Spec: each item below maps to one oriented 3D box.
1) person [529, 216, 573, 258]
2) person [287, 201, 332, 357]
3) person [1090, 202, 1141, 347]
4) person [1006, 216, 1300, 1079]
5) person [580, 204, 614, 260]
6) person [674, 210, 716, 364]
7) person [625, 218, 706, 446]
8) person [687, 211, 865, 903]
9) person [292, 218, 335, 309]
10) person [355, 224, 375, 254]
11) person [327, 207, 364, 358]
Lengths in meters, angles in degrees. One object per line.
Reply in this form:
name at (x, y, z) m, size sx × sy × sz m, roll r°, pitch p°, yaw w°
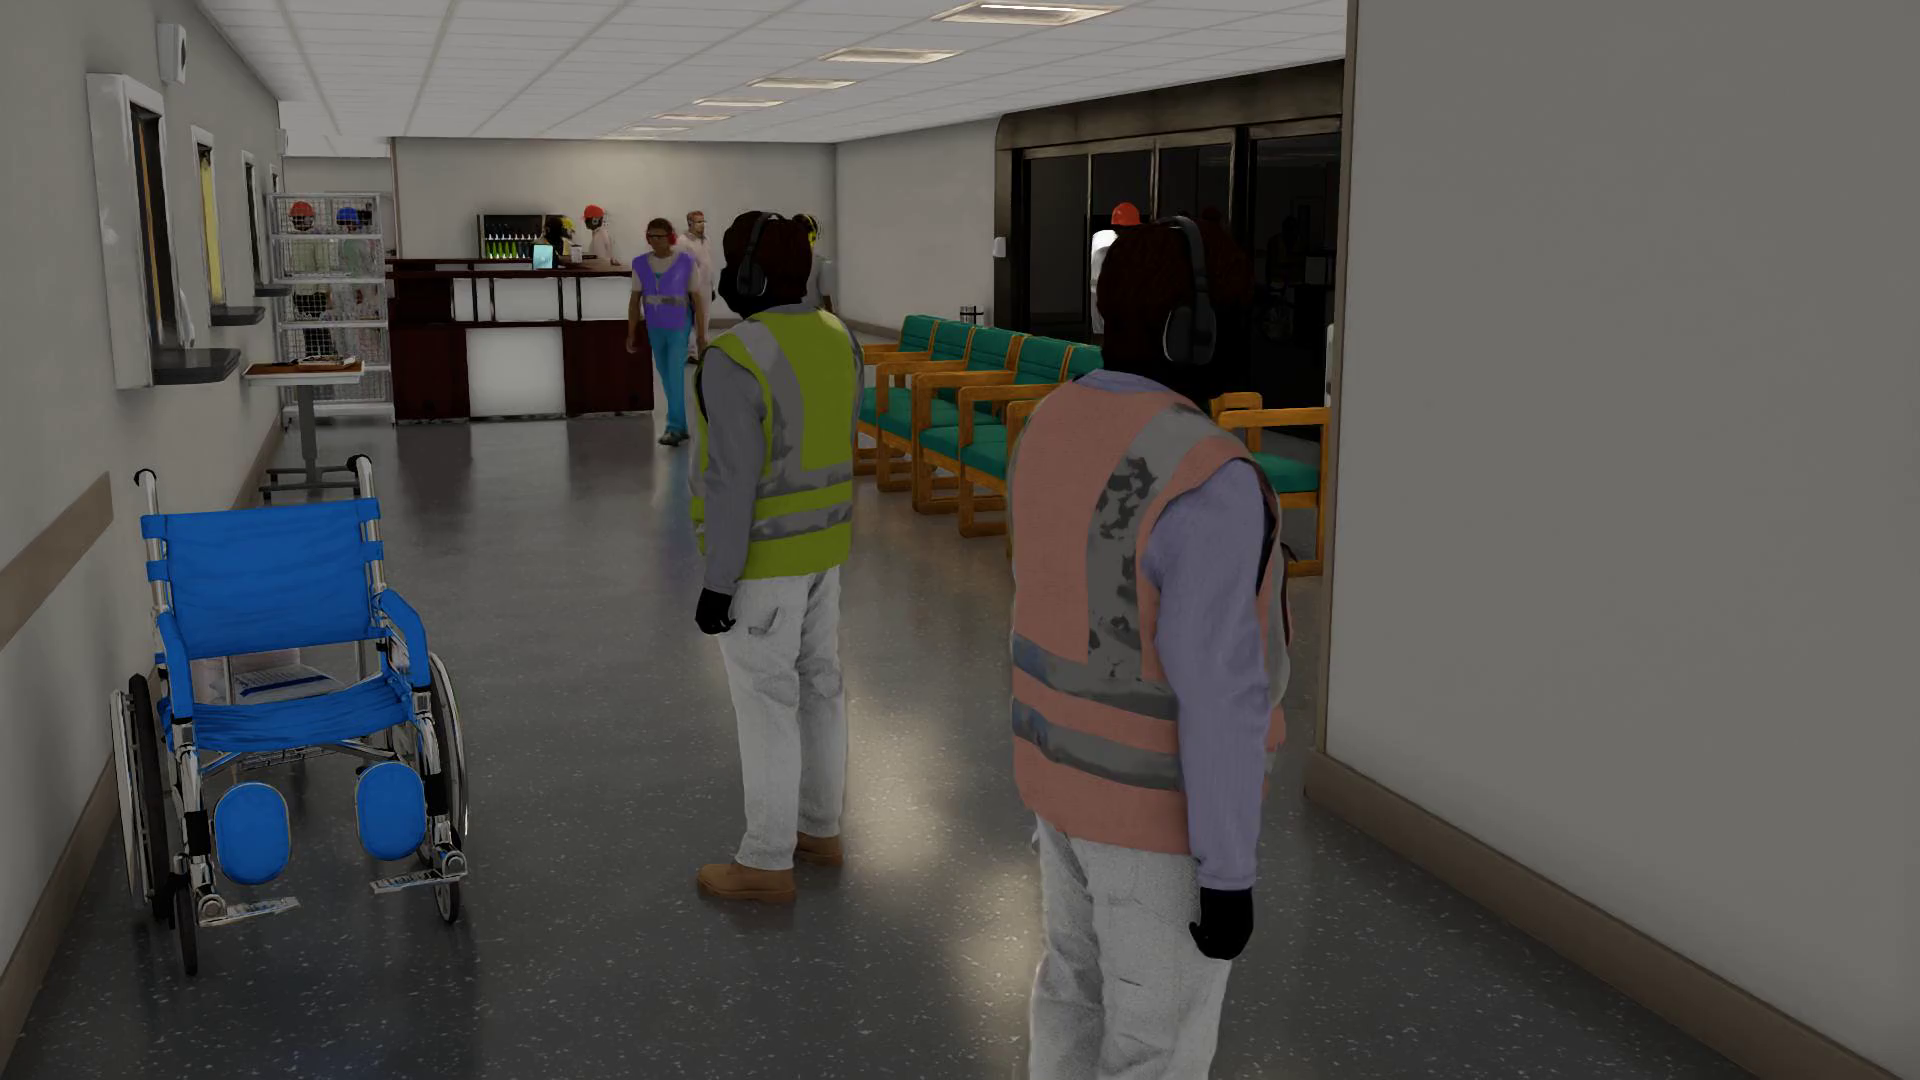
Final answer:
person at (-4.993, -3.074, 20.564) m, size 0.429 × 1.835 × 0.633 m, roll 10°, pitch 15°, yaw 42°
person at (-7.443, -2.856, 19.014) m, size 0.612 × 1.995 × 0.382 m, roll 8°, pitch 14°, yaw 36°
person at (1.312, -1.724, 13.357) m, size 0.542 × 1.938 × 0.358 m, roll -4°, pitch 12°, yaw -20°
person at (0.303, 0.415, 2.670) m, size 0.430 × 1.836 × 0.631 m, roll -5°, pitch 12°, yaw -22°
person at (-4.714, -3.332, 21.498) m, size 0.555 × 1.974 × 0.658 m, roll -1°, pitch 11°, yaw -4°
person at (-3.273, -3.143, 20.750) m, size 0.400 × 1.902 × 0.646 m, roll 6°, pitch 12°, yaw 28°
person at (-2.384, -1.648, 13.295) m, size 0.578 × 1.804 × 0.870 m, roll 3°, pitch 12°, yaw 17°
person at (-0.511, 0.051, 4.492) m, size 0.429 × 1.846 × 0.625 m, roll 5°, pitch 12°, yaw 25°
person at (-12.832, -5.486, 32.562) m, size 1.084 × 1.972 × 0.615 m, roll -9°, pitch 14°, yaw -40°
person at (-10.609, -4.795, 29.577) m, size 0.522 × 1.761 × 0.321 m, roll -2°, pitch 11°, yaw -8°
person at (-7.365, -3.027, 20.041) m, size 0.407 × 1.937 × 0.602 m, roll -11°, pitch 15°, yaw -43°
